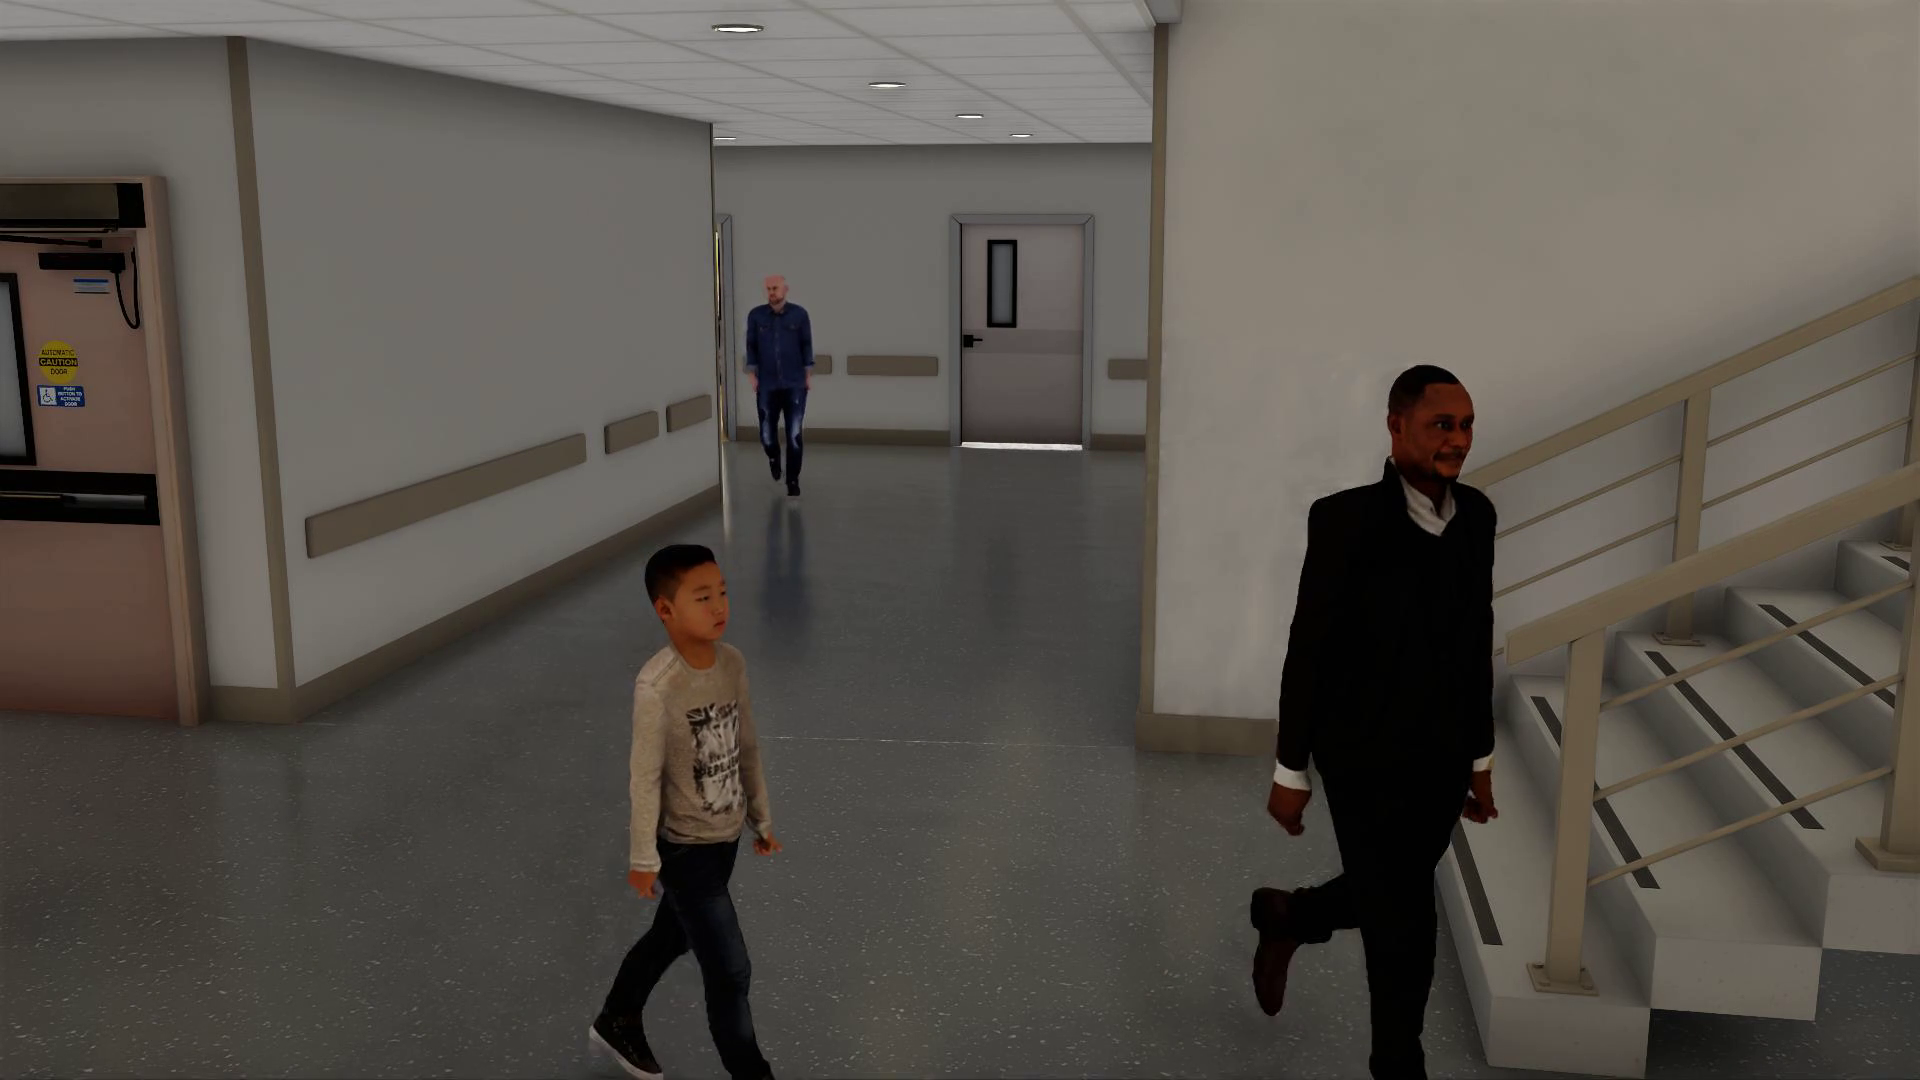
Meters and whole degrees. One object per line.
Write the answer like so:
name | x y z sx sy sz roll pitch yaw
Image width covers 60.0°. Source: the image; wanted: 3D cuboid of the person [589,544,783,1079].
person | -0.714 0.733 4.122 1.046 1.441 0.737 5 12 26

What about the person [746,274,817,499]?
person | -1.461 -1.263 13.658 0.906 1.808 0.899 0 11 -2

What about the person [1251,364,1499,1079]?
person | 0.988 0.526 4.078 1.308 1.864 1.228 -5 12 -23
